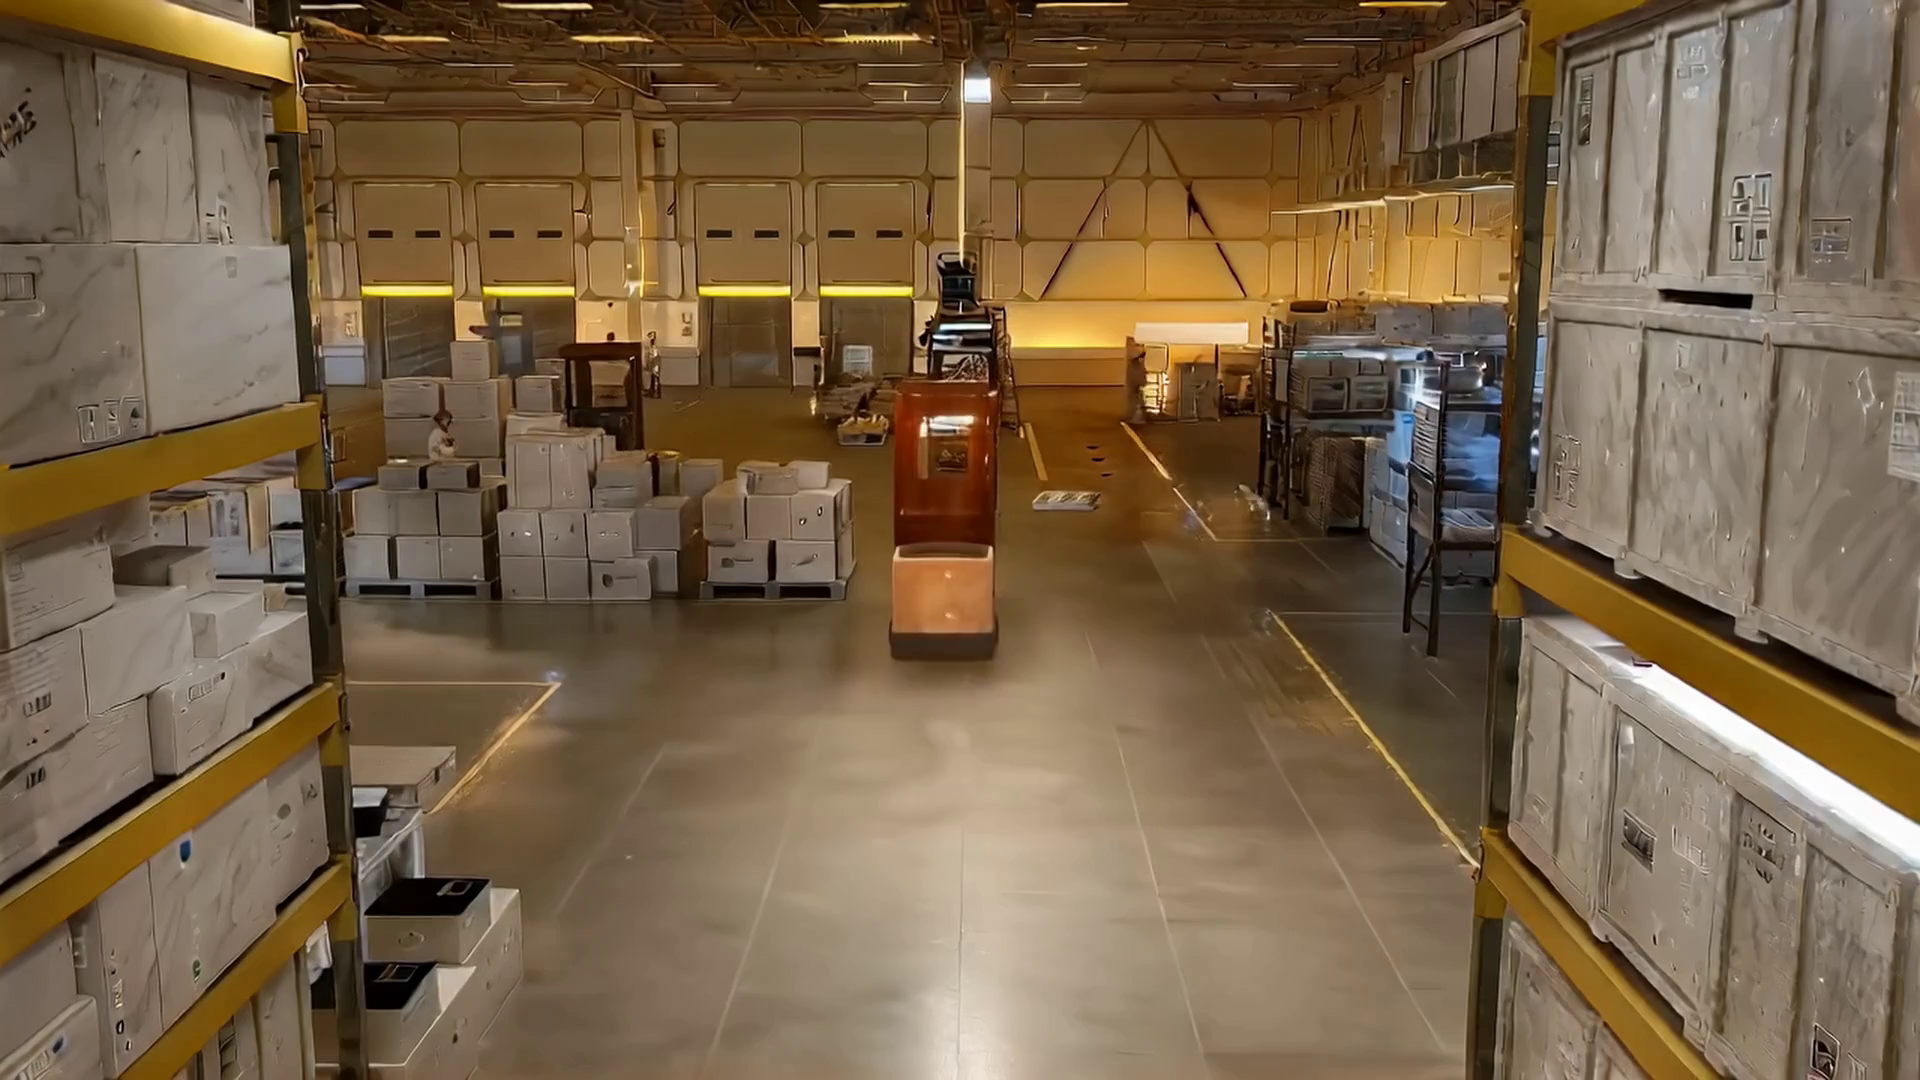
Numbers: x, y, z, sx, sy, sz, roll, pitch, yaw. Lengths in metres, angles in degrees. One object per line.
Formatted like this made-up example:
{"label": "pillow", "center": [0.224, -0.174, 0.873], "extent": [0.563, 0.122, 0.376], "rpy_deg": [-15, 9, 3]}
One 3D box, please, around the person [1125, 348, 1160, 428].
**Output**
{"label": "person", "center": [4.315, -3.582, 39.224], "extent": [0.991, 1.892, 0.636], "rpy_deg": [5, 11, 25]}

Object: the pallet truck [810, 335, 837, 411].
{"label": "pallet truck", "center": [-3.021, -4.312, 43.126], "extent": [1.885, 1.965, 0.823], "rpy_deg": [3, 10, 17]}

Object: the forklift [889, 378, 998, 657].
{"label": "forklift", "center": [-0.166, -0.303, 17.448], "extent": [1.129, 2.768, 1.873], "rpy_deg": [0, 10, 1]}

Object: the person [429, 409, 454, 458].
{"label": "person", "center": [-7.309, -0.891, 23.559], "extent": [0.378, 1.940, 0.629], "rpy_deg": [-1, 10, -4]}

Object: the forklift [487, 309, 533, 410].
{"label": "forklift", "center": [-10.359, -3.940, 38.434], "extent": [1.129, 2.768, 1.873], "rpy_deg": [-8, 13, -38]}

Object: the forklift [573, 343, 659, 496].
{"label": "forklift", "center": [-5.085, -1.475, 24.210], "extent": [1.129, 2.768, 1.873], "rpy_deg": [0, 10, 1]}

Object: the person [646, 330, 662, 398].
{"label": "person", "center": [-8.731, -5.005, 47.330], "extent": [0.543, 1.930, 0.389], "rpy_deg": [9, 14, 43]}
